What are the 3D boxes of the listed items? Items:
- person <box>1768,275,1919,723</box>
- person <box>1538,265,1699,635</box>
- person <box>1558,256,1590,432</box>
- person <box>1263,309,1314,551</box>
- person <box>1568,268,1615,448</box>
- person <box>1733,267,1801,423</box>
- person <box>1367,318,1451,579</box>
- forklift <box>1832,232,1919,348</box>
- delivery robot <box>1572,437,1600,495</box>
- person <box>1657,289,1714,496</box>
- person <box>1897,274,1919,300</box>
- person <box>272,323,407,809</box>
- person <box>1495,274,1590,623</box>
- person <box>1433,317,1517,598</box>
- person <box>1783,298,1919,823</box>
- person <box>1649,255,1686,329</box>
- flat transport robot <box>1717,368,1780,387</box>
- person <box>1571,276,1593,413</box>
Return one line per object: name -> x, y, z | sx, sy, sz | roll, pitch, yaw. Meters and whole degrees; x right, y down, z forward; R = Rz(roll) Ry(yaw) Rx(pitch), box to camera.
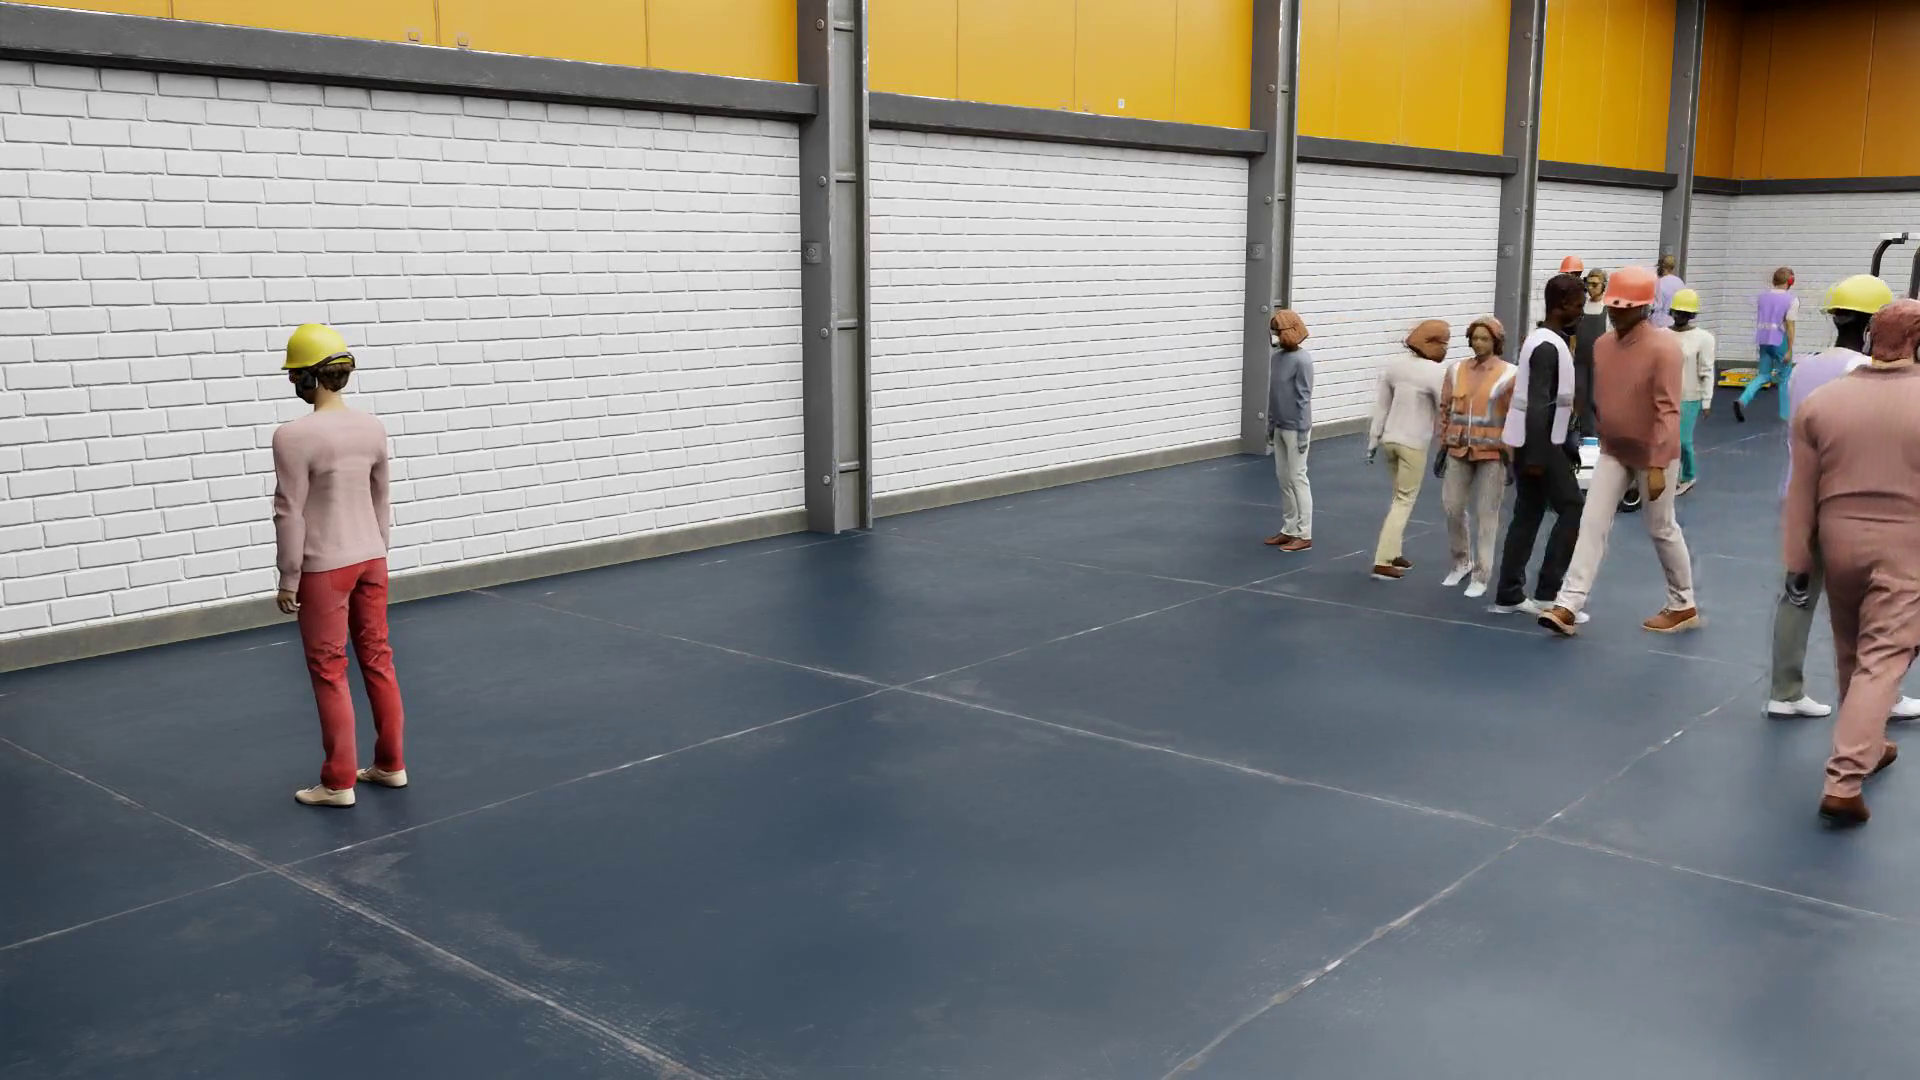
person -> 3.832, -0.162, 7.091 | 0.732, 1.904, 0.617 | -2, 10, -10
person -> 3.466, -0.440, 8.597 | 1.044, 1.926, 0.647 | -4, 11, -24
person -> 6.729, -2.166, 18.428 | 0.355, 1.938, 0.545 | -7, 12, -36
person -> 2.211, -0.731, 11.172 | 0.311, 1.623, 0.498 | -3, 10, -14
person -> 6.094, -1.699, 16.069 | 0.400, 1.833, 0.501 | -9, 13, -40
person -> 9.376, -2.238, 19.214 | 0.720, 1.817, 0.572 | -5, 11, -25
person -> 2.751, -0.550, 10.183 | 0.557, 1.596, 0.516 | -6, 11, -29
forklift -> 9.955, -1.972, 16.595 | 2.313, 2.155, 1.214 | 1, 10, 8
delivery robot -> 4.889, -0.554, 12.922 | 0.707, 0.478, 0.477 | -1, 10, -4
person -> 5.741, -1.149, 13.271 | 0.529, 1.715, 0.848 | 7, 12, 35
person -> 13.160, -2.823, 22.828 | 0.717, 1.722, 0.498 | 0, 10, 3
person -> -2.287, 0.094, 6.078 | 0.341, 1.757, 0.518 | 4, 11, 22
person -> 3.261, -0.497, 9.083 | 0.641, 1.887, 0.590 | 3, 10, 14
person -> 3.055, -0.485, 9.752 | 0.534, 1.628, 0.449 | 9, 14, 43
person -> 3.346, 0.058, 6.031 | 1.042, 1.853, 0.636 | -9, 13, -41
person -> 9.131, -2.727, 21.619 | 0.636, 1.939, 0.365 | -7, 12, -36
flat transport robot -> 11.658, -2.395, 24.475 | 0.652, 0.197, 1.431 | 7, 12, 35
person -> 7.725, -2.406, 20.515 | 0.529, 1.690, 0.321 | 2, 10, 14
